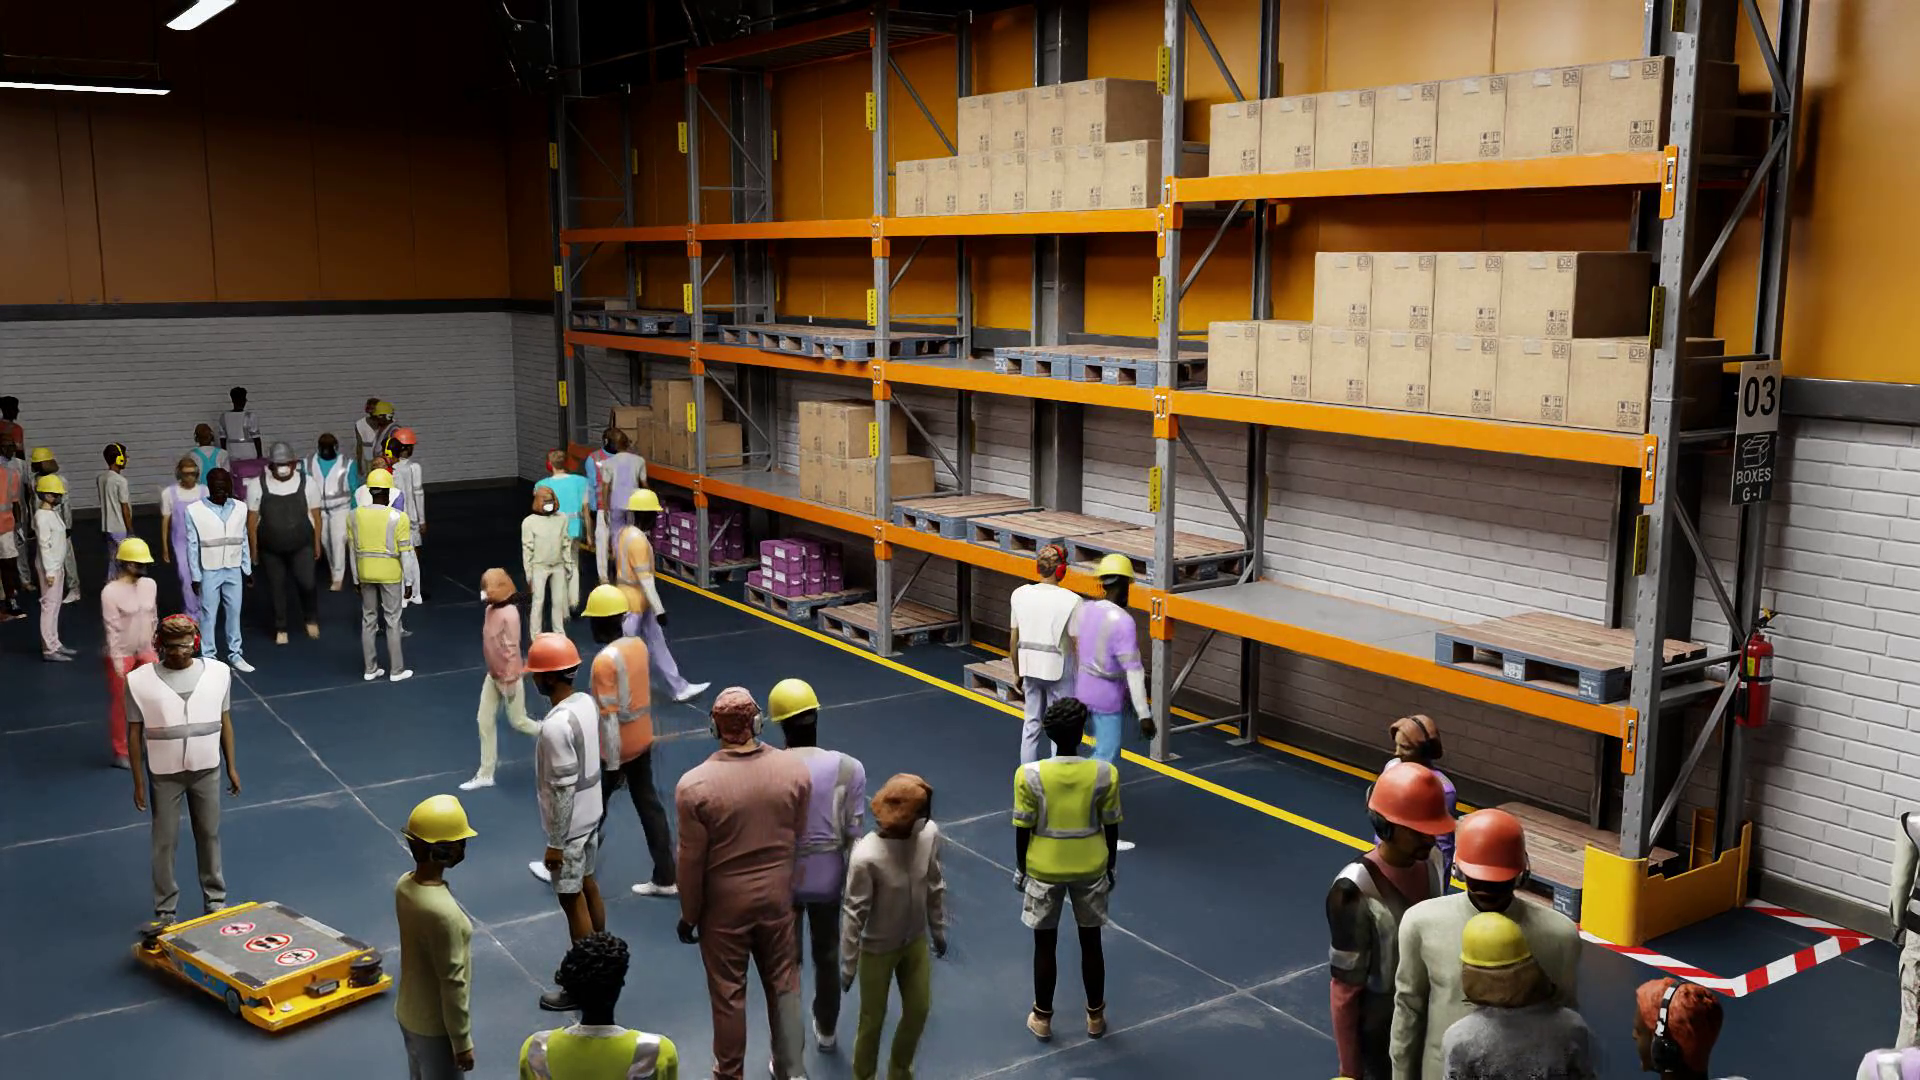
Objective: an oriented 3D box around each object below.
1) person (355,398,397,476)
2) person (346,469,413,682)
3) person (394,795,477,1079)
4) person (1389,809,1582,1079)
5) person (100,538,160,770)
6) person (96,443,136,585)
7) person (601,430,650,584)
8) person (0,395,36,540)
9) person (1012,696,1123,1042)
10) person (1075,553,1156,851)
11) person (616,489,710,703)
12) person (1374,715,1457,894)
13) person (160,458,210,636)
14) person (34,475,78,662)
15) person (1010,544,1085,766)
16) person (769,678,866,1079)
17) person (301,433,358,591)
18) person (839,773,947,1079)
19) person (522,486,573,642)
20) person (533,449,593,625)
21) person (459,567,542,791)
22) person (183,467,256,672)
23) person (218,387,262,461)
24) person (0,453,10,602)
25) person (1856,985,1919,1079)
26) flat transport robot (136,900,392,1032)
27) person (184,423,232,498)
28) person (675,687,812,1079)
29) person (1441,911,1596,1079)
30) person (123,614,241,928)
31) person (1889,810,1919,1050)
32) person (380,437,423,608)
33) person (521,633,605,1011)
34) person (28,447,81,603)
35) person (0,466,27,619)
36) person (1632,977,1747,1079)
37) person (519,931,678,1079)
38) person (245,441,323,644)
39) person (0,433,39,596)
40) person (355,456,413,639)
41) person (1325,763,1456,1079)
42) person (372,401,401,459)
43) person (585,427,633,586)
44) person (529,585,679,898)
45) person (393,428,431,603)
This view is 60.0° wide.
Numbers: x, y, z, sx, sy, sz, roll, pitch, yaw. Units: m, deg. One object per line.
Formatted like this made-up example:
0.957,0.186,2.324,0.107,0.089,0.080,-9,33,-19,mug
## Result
-8.223,-1.101,23.516,0.577,1.830,0.410,-2,10,-12,person
-5.183,0.319,14.925,0.581,1.919,0.395,1,10,5,person
-1.999,1.845,6.426,0.338,1.761,0.524,-7,12,-34,person
1.774,1.862,5.659,0.616,1.986,0.407,3,10,15,person
-6.101,0.850,12.301,0.501,1.747,0.557,4,10,21,person
-8.808,-0.081,17.430,0.511,1.862,0.328,7,12,34,person
-3.834,-0.368,19.215,0.587,1.829,0.492,-2,10,-14,person
-12.721,-0.957,22.298,0.606,1.959,0.365,5,11,29,person
0.515,1.593,8.066,0.540,1.699,0.317,-1,10,-5,person
0.990,1.055,10.665,0.454,1.897,0.787,-4,10,-20,person
-2.614,0.510,13.905,1.009,1.870,0.603,-2,10,-13,person
2.174,1.634,8.010,0.309,1.639,0.514,-4,11,-23,person
-7.661,0.081,16.656,0.529,1.791,1.006,-7,12,-36,person
-8.537,0.263,15.686,0.322,1.765,0.533,-3,10,-18,person
0.604,0.947,11.432,0.575,1.843,0.375,6,11,33,person
-0.718,1.580,7.637,0.588,1.875,0.909,-2,10,-13,person
-7.262,-0.357,19.232,0.617,1.810,0.896,-1,10,-5,person
-0.284,1.777,7.225,0.554,1.617,0.336,-9,13,-44,person
-3.957,0.286,15.970,0.505,1.624,0.295,-9,13,-41,person
-4.134,-0.037,17.262,0.595,1.824,0.530,-6,11,-31,person
-3.214,0.976,11.957,0.752,1.608,0.504,-8,12,-38,person
-6.723,0.286,15.116,0.390,1.914,0.587,8,12,38,person
-10.223,-1.204,23.701,0.606,1.966,0.367,1,10,4,person
-10.908,-0.340,18.527,0.626,2.012,0.882,-8,12,-39,person
3.015,2.128,5.158,0.548,1.624,0.364,4,10,22,person
-3.683,2.190,8.751,1.431,0.197,0.652,8,12,39,flat transport robot
-8.888,-0.461,19.705,0.507,1.842,0.339,-7,12,-35,person
-0.979,1.596,7.453,0.643,1.905,0.399,-6,11,-30,person
1.821,2.062,5.317,0.561,1.692,0.808,0,10,0,person
-4.347,1.310,9.326,0.563,1.837,0.389,-8,12,-39,person
4.374,1.748,7.333,0.514,1.641,0.308,7,12,34,person
-6.100,-0.189,18.070,0.333,1.860,0.511,4,10,22,person
-2.006,1.416,8.418,0.377,1.932,0.552,1,10,3,person
-10.005,-0.165,18.293,0.488,1.735,0.338,2,10,11,person
-10.098,-0.124,17.361,0.363,1.965,0.610,8,13,39,person
1.946,2.103,4.556,0.575,1.880,0.360,-6,11,-32,person
-1.129,2.072,5.289,0.534,1.694,0.320,1,10,7,person
-6.614,0.019,16.306,0.700,2.000,0.540,-3,10,-19,person
-10.696,-0.291,18.720,0.349,1.841,0.501,6,12,33,person
-5.747,0.086,16.526,0.561,1.836,0.394,4,10,20,person
1.580,1.778,6.033,0.615,2.029,0.409,-9,13,-41,person
-7.900,-1.011,23.007,0.403,1.824,0.590,-8,13,-39,person
-4.015,-0.391,19.296,0.627,1.844,0.429,-8,12,-38,person
-2.100,1.194,9.860,0.958,1.876,0.619,3,10,16,person
-6.099,-0.268,18.328,0.548,1.928,0.393,5,11,26,person
